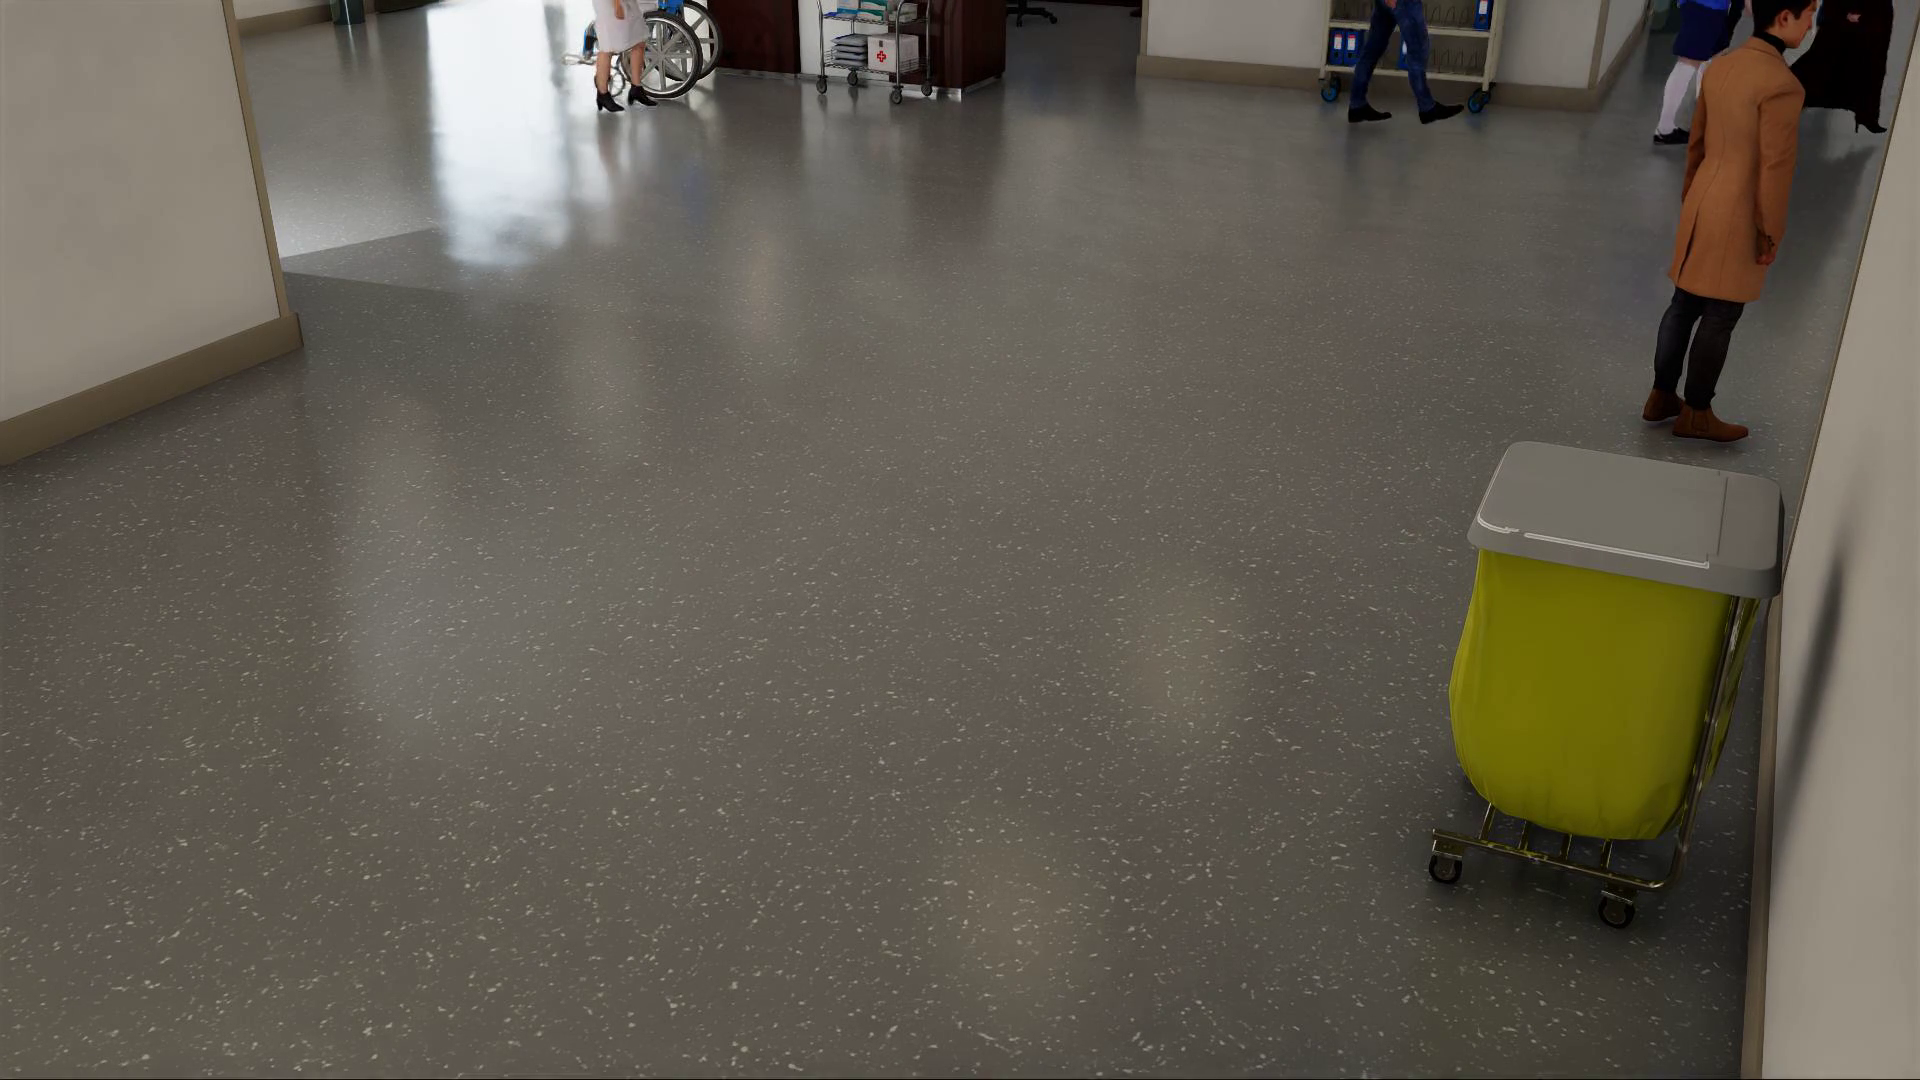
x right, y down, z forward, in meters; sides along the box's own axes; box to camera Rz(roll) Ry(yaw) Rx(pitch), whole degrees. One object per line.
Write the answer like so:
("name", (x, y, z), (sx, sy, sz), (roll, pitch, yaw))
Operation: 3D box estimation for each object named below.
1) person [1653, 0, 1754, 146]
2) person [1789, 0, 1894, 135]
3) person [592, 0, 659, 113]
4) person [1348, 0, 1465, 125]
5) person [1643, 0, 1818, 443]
("person", (4.796, -3.507, 10.875), (0.971, 1.814, 0.893), (1, 26, 2))
("person", (5.897, -3.587, 11.143), (1.141, 1.725, 0.874), (3, 26, 6))
("person", (-2.545, -3.836, 11.876), (0.748, 1.537, 0.686), (2, 26, 4))
("person", (2.897, -3.779, 11.384), (1.106, 1.862, 0.902), (3, 26, 6))
("person", (2.867, -1.234, 6.214), (0.813, 1.725, 0.770), (-6, 26, -12))
